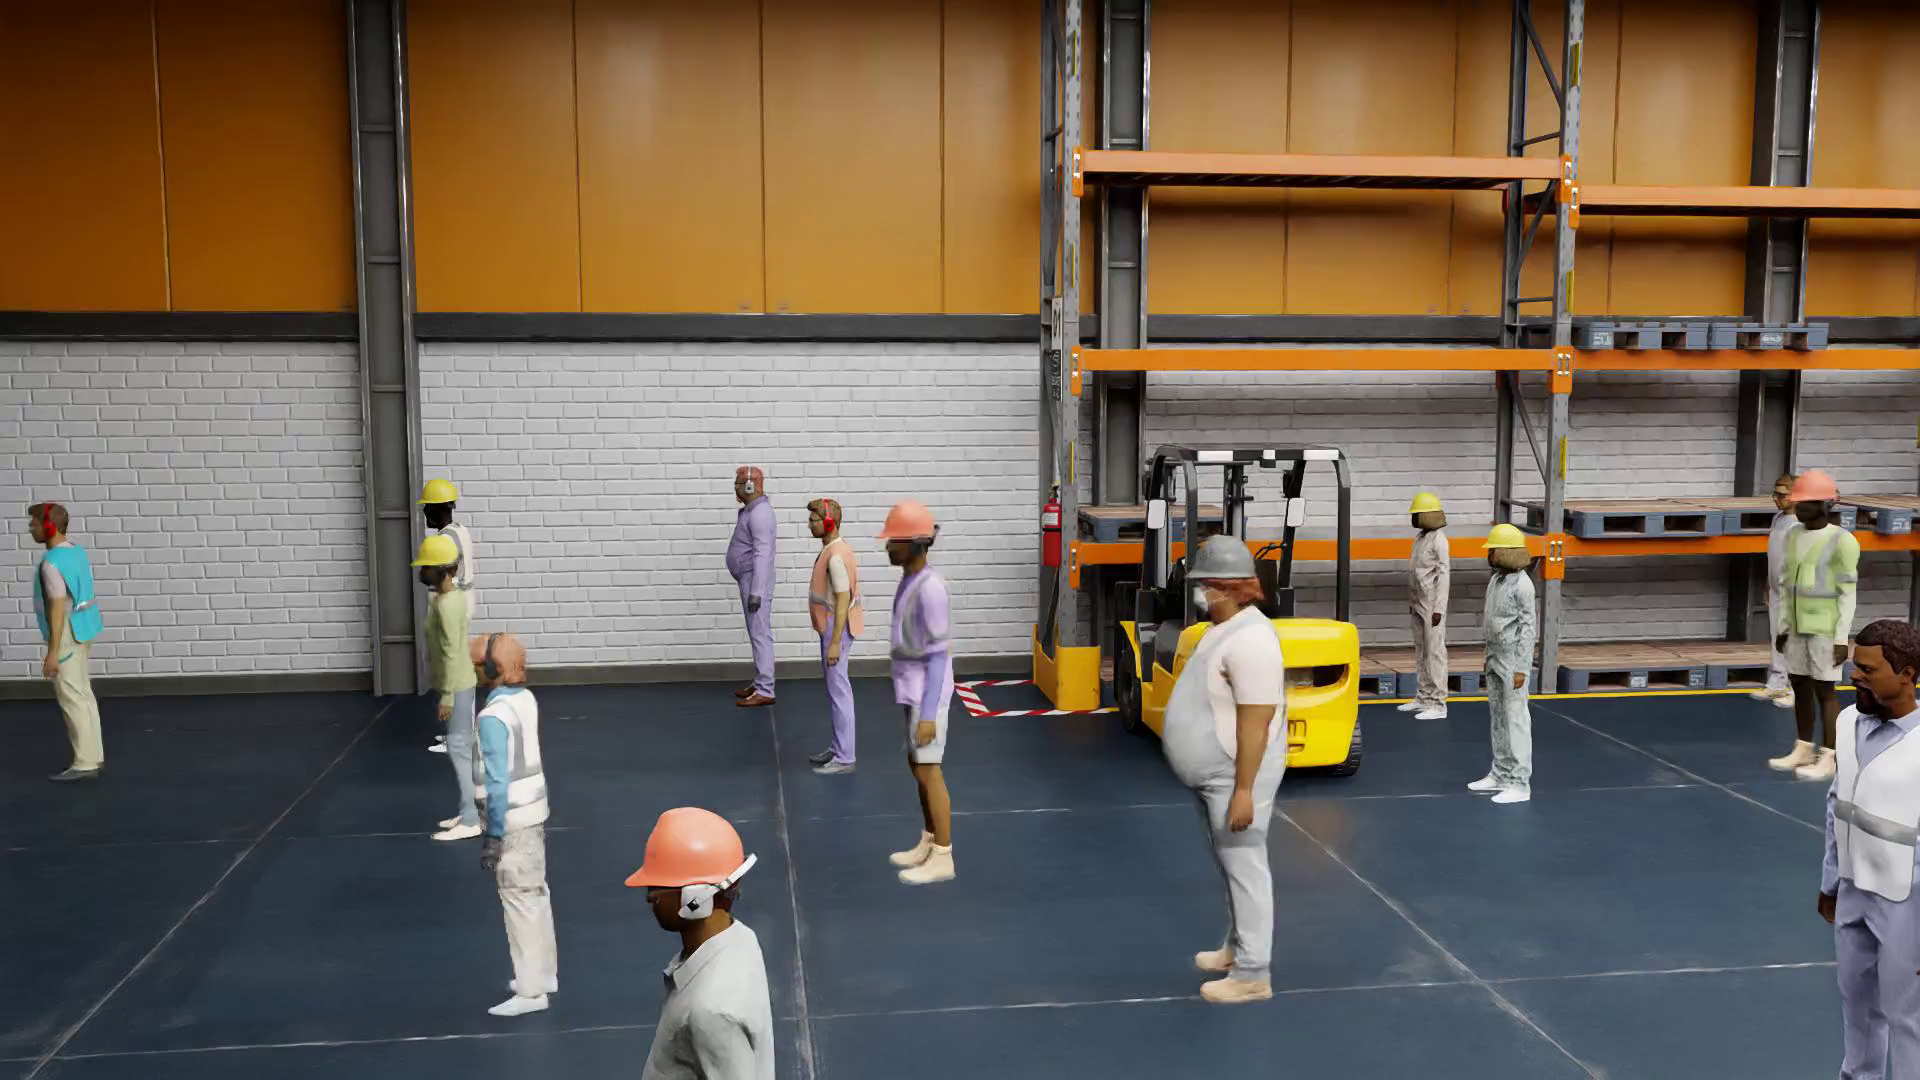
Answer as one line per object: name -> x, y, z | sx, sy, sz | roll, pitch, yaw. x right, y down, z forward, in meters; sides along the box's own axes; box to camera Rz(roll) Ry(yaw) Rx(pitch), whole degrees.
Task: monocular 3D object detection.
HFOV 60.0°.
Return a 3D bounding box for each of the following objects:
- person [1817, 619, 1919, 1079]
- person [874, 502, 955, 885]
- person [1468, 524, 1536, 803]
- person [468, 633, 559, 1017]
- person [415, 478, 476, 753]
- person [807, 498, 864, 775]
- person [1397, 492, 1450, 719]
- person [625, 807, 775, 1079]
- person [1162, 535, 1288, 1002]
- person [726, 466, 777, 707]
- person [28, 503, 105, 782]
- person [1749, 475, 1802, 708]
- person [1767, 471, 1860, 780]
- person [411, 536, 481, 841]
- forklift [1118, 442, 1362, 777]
person -> 3.180, 1.218, 5.687 | 0.372, 1.916, 0.596 | -1, 7, -8
person -> -0.233, 0.816, 8.806 | 0.435, 2.030, 0.652 | -2, 7, -14
person -> 3.404, 0.765, 10.415 | 0.319, 1.742, 0.492 | -1, 7, -8
person -> -1.907, 1.205, 7.083 | 0.340, 1.628, 0.544 | 0, 7, 1
person -> -3.609, 0.528, 11.693 | 0.381, 1.924, 0.594 | -1, 7, -8
person -> -0.827, 0.637, 11.102 | 0.373, 1.840, 0.570 | -1, 7, -8
person -> 3.562, 0.499, 12.746 | 0.324, 1.740, 0.492 | -1, 7, -8
person -> -0.611, 1.496, 3.968 | 0.342, 1.748, 0.572 | -1, 7, -8
person -> 1.151, 0.976, 7.275 | 0.536, 2.000, 0.702 | 0, 7, 1
person -> -1.654, 0.363, 13.230 | 0.403, 1.906, 0.651 | -1, 7, -8
person -> -5.832, 0.670, 10.897 | 0.382, 1.832, 0.607 | -2, 7, -14
person -> 6.552, 0.400, 13.169 | 0.328, 1.842, 0.515 | -1, 7, -8
person -> 5.575, 0.564, 10.925 | 0.416, 2.037, 0.639 | -2, 7, -14
person -> -2.956, 0.852, 9.586 | 0.349, 1.760, 0.549 | -2, 7, -14
forklift -> 1.912, 0.418, 11.496 | 1.214, 2.155, 2.313 | -1, 7, -8
